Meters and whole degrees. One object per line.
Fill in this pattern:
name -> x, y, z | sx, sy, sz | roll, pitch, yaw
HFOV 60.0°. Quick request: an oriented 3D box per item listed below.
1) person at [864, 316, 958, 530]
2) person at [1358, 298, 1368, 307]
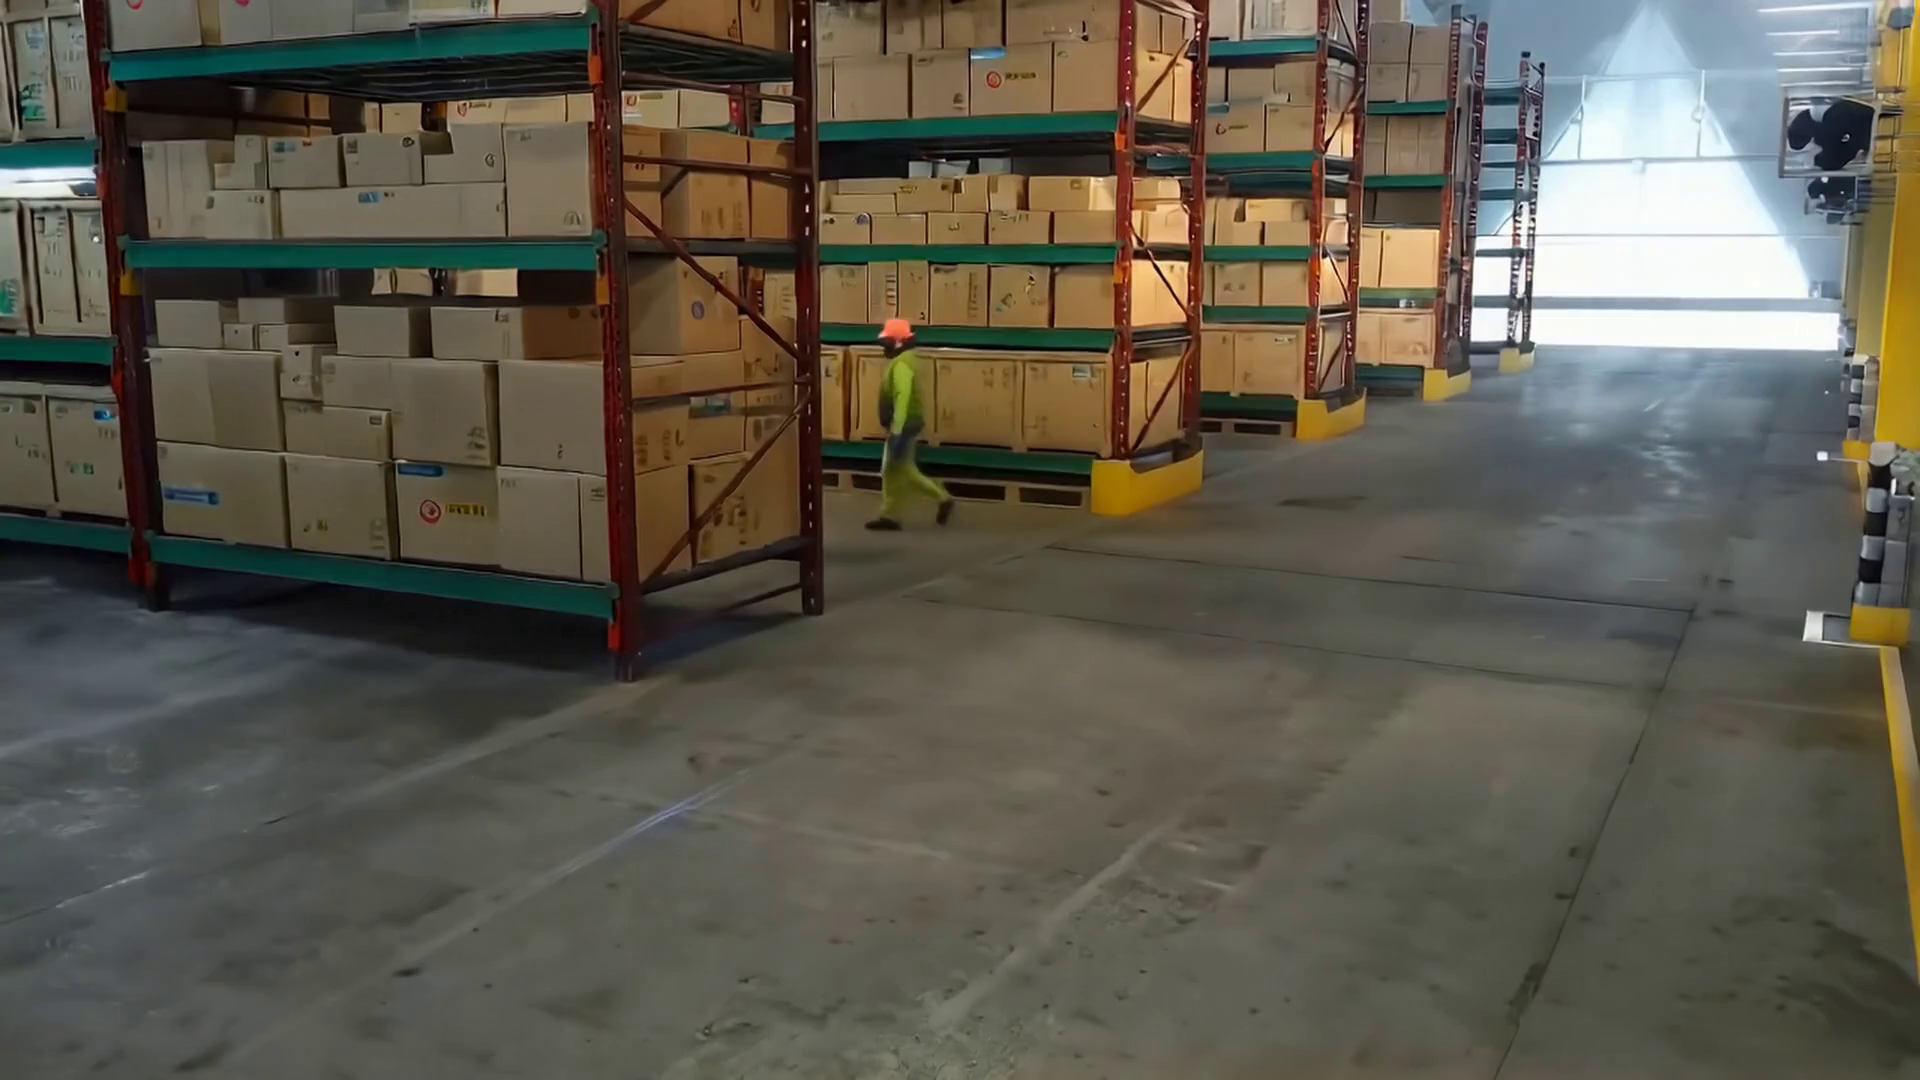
person -> -0.416, -0.957, 13.872 | 0.721, 1.817, 0.593 | -1, 10, -4
person -> 7.759, -4.312, 32.982 | 0.625, 1.930, 0.375 | 1, 10, 7
